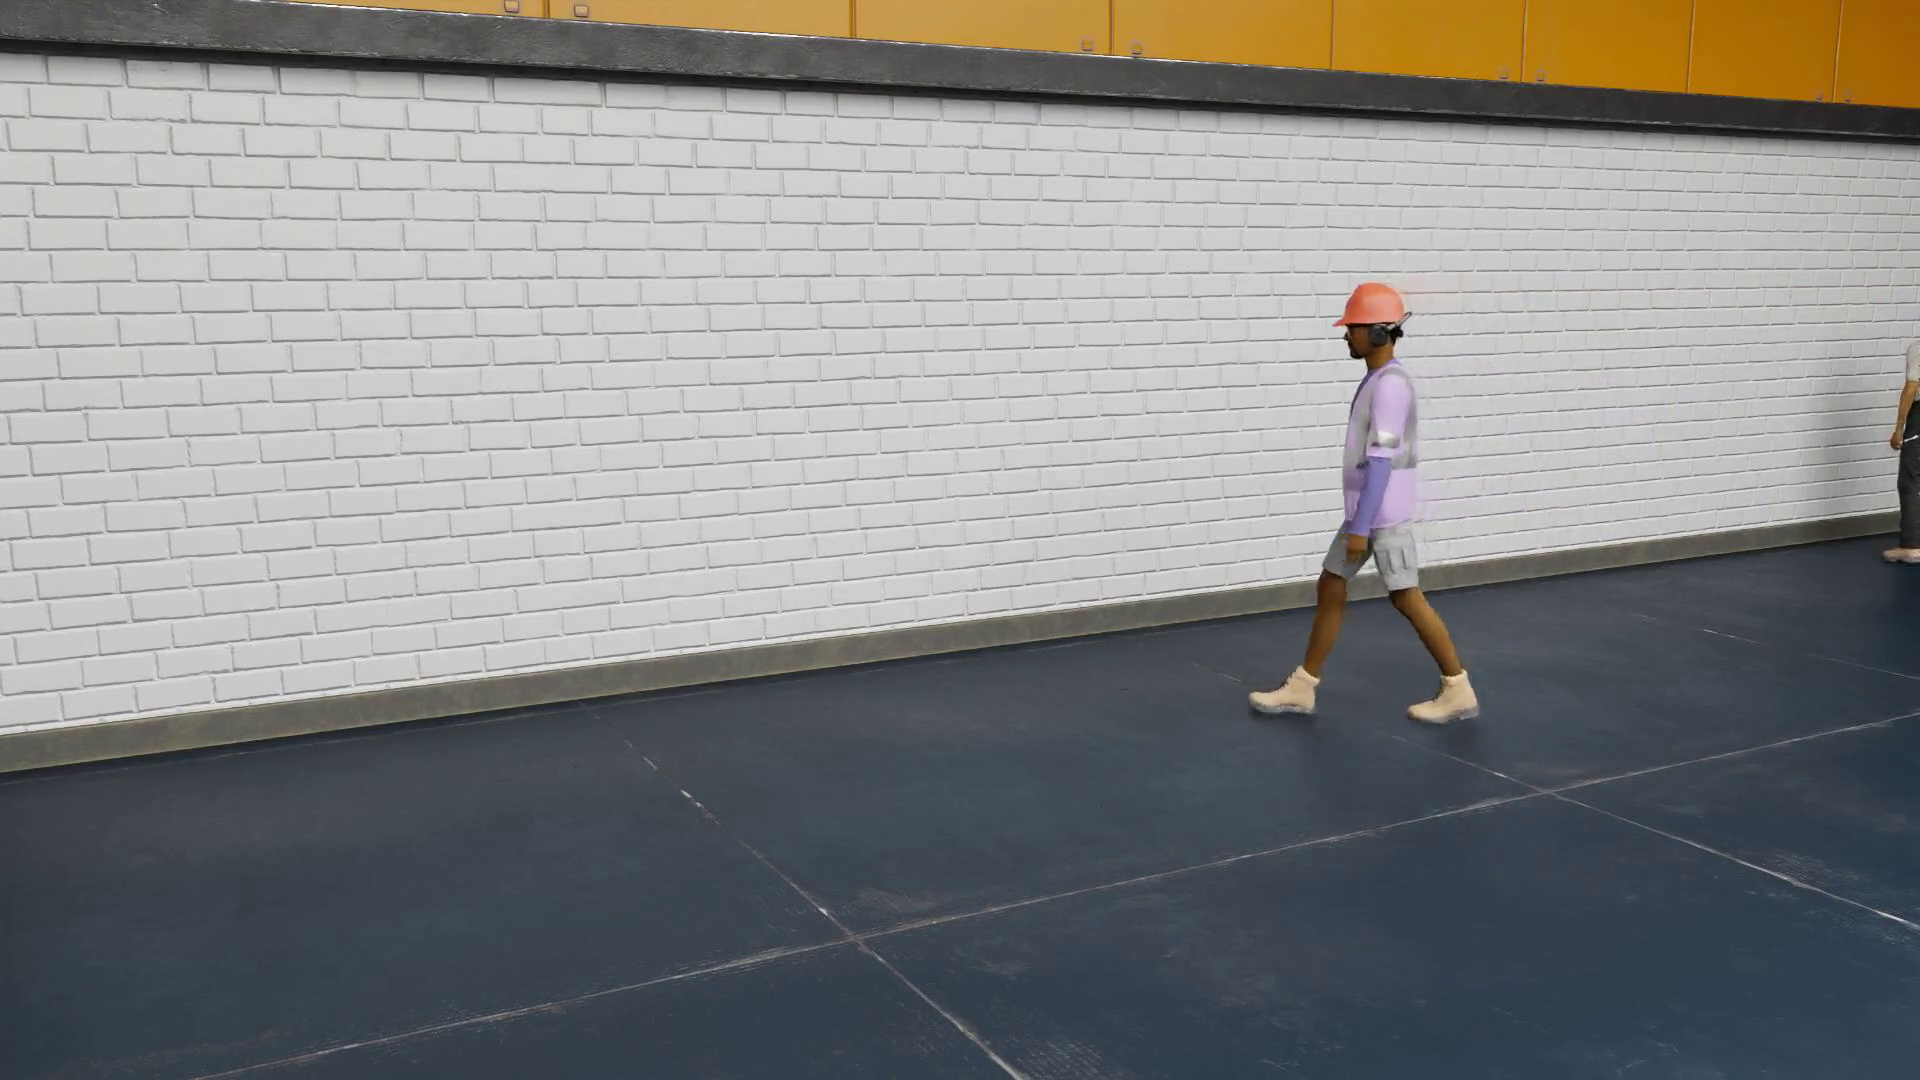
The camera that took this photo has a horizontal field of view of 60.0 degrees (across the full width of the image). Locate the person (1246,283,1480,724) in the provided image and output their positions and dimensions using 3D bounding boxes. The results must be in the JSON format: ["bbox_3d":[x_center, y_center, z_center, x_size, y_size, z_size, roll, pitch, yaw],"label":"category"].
[{"bbox_3d":[1.884,-0.149,7.456,1.038,1.995,0.626,1,10,7],"label":"person"}]

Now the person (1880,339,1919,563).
[{"bbox_3d":[6.624,-0.735,11.295,0.657,1.824,0.489,-1,10,-7],"label":"person"}]
